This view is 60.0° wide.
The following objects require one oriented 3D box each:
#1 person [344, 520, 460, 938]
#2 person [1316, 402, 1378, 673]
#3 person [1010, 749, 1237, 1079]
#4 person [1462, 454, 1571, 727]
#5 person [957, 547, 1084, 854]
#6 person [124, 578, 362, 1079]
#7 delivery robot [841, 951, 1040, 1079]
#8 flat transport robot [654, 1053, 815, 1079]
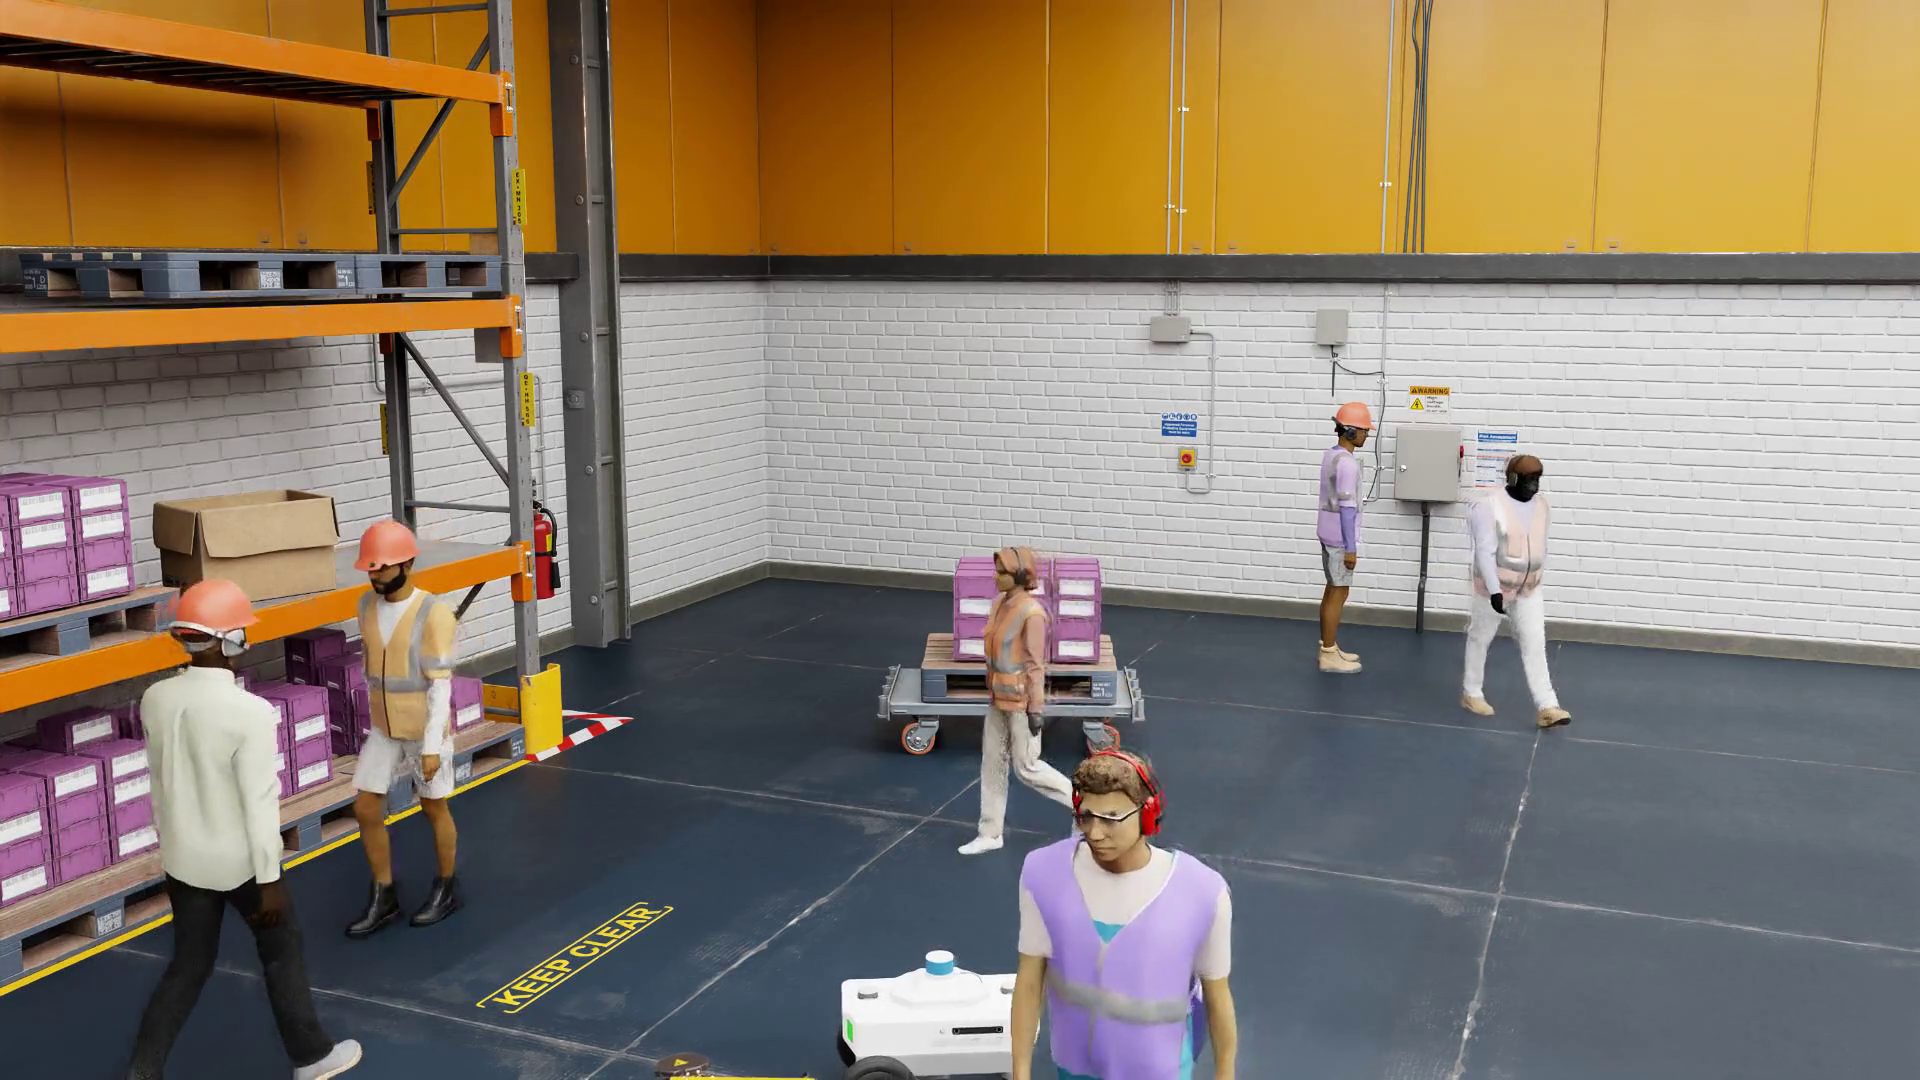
[{"bbox_3d":[-2.530,0.859,7.471,0.576,1.908,0.718,4,10,23],"label":"person"},{"bbox_3d":[2.878,-0.016,12.430,0.409,2.032,0.608,0,9,2],"label":"person"},{"bbox_3d":[0.376,1.438,4.281,0.564,1.799,0.906,5,10,26],"label":"person"},{"bbox_3d":[3.674,0.340,10.955,0.622,1.792,0.965,-2,10,-14],"label":"person"},{"bbox_3d":[0.349,0.824,8.572,0.677,1.620,0.521,-4,10,-22],"label":"person"},{"bbox_3d":[-2.612,1.102,5.866,0.634,1.961,0.924,4,10,23],"label":"person"},{"bbox_3d":[-0.072,1.730,6.010,0.707,0.478,0.477,-1,9,-5],"label":"delivery robot"},{"bbox_3d":[-0.765,2.042,5.261,0.652,0.197,1.431,0,9,1],"label":"flat transport robot"}]
